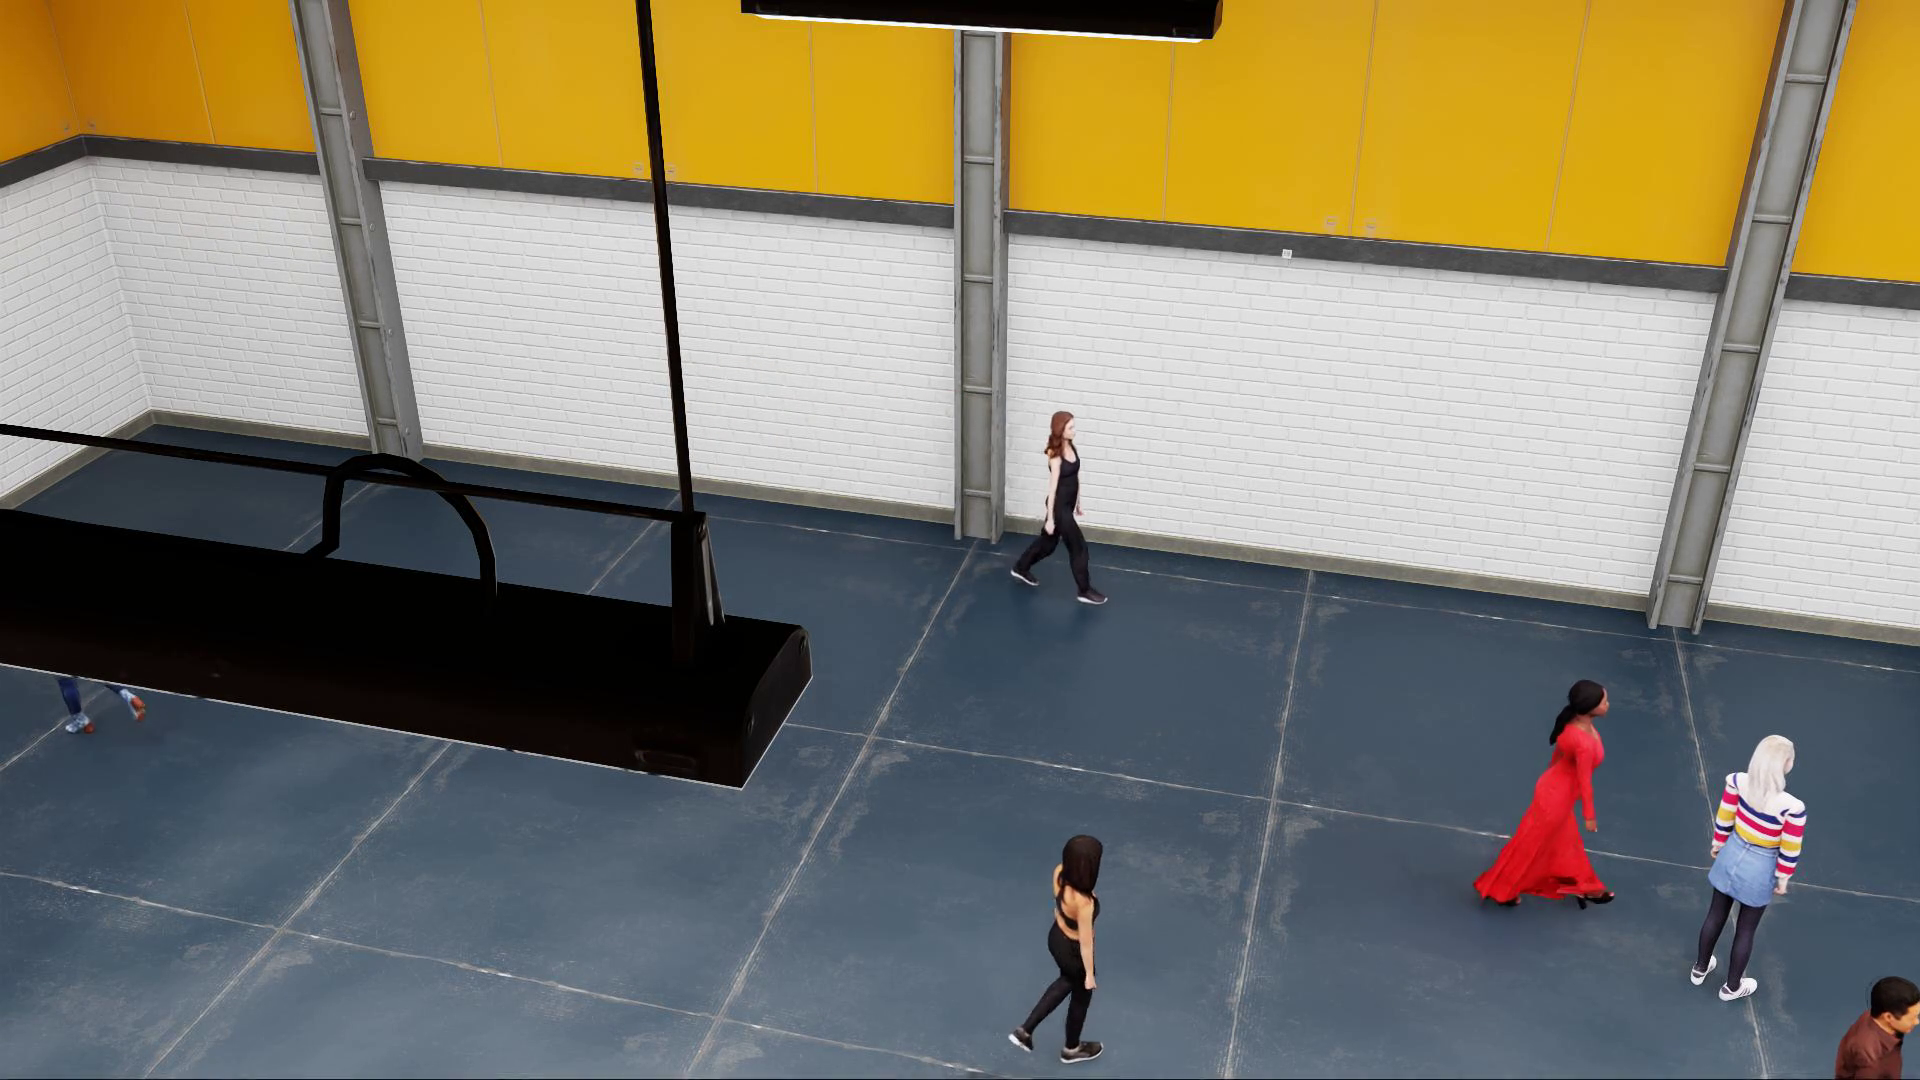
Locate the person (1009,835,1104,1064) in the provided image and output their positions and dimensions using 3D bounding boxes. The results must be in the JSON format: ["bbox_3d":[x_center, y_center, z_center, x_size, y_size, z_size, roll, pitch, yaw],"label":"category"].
[{"bbox_3d":[0.553,2.312,9.268,0.898,1.630,0.820,-13,31,-22],"label":"person"}]

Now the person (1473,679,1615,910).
[{"bbox_3d":[3.642,1.630,10.412,1.098,1.742,0.648,6,29,11],"label":"person"}]

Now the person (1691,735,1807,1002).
[{"bbox_3d":[4.632,1.924,9.793,0.780,1.808,0.697,-18,34,-30],"label":"person"}]

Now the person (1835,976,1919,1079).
[{"bbox_3d":[4.355,2.828,8.167,0.624,1.778,0.708,17,33,28],"label":"person"}]

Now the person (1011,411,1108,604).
[{"bbox_3d":[0.769,-0.288,13.956,1.162,1.705,0.721,12,31,21],"label":"person"}]
